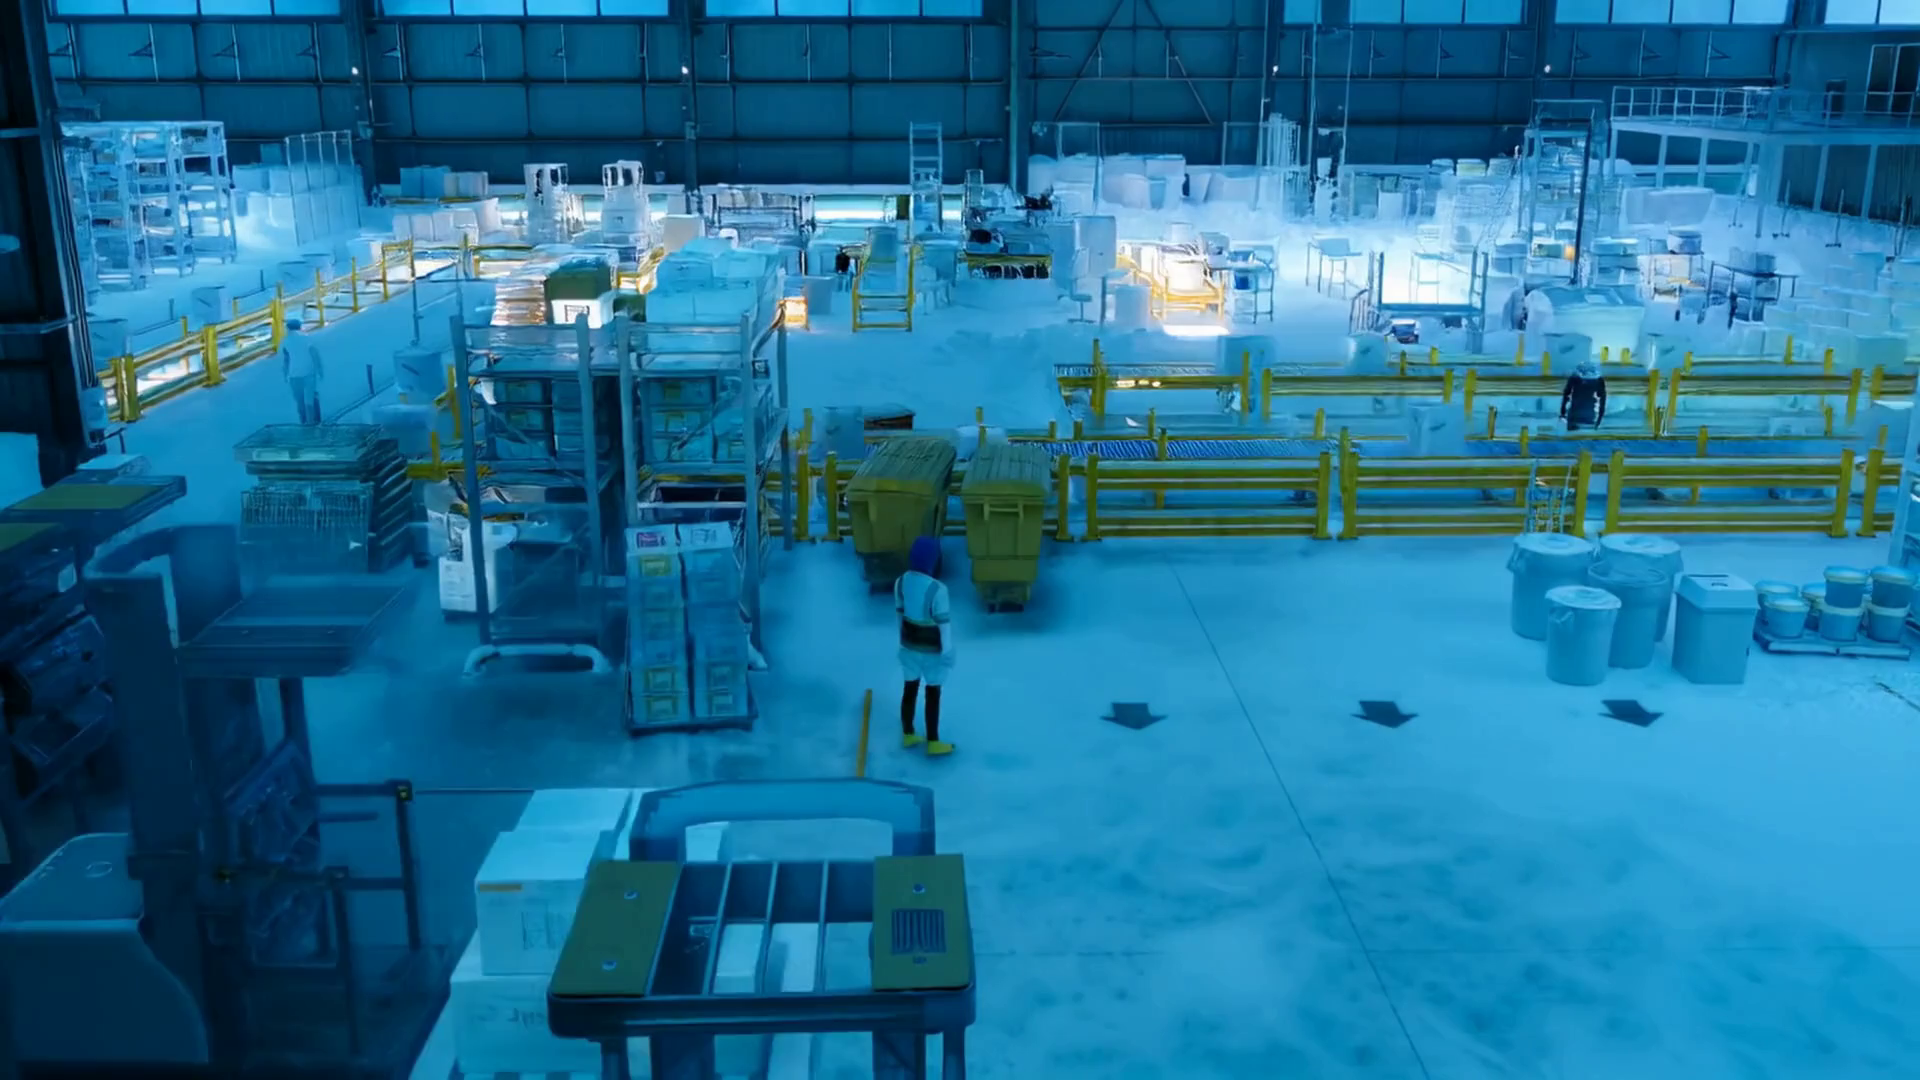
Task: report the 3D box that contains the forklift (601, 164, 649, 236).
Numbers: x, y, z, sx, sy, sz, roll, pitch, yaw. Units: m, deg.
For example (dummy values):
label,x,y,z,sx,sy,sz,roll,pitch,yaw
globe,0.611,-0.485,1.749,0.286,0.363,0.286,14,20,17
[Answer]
label,x,y,z,sx,sy,sz,roll,pitch,yaw
forklift,-9.948,-10.127,49.296,1.157,1.987,2.680,-1,16,-3

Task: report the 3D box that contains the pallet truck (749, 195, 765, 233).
label,x,y,z,sx,sy,sz,roll,pitch,yaw
pallet truck,-6.051,-9.967,50.660,0.680,1.201,1.601,0,16,-1

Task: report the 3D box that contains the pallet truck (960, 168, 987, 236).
label,x,y,z,sx,sy,sz,roll,pitch,yaw
pallet truck,0.383,-10.230,50.206,0.823,1.965,1.885,-1,16,-3

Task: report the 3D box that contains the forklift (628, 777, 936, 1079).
label,x,y,z,sx,sy,sz,roll,pitch,yaw
forklift,-0.542,2.165,5.552,1.129,2.768,1.873,-1,16,-2

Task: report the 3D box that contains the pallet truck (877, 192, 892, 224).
label,x,y,z,sx,sy,sz,roll,pitch,yaw
pallet truck,-2.277,-9.986,50.594,0.653,1.274,1.630,0,16,-1

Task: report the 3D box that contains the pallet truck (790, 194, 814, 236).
label,x,y,z,sx,sy,sz,roll,pitch,yaw
pallet truck,-4.814,-9.883,50.259,0.704,1.261,1.522,-1,16,-3

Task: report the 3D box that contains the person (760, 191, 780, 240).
label,x,y,z,sx,sy,sz,roll,pitch,yaw
person,-4.684,-7.549,40.906,0.480,1.991,0.793,7,17,23

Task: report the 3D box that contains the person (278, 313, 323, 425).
label,x,y,z,sx,sy,sz,roll,pitch,yaw
person,-9.130,-2.276,23.033,0.518,1.733,0.864,-3,16,-10

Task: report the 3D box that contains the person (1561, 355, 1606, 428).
label,x,y,z,sx,sy,sz,roll,pitch,yaw
person,7.606,-1.461,20.371,0.505,1.636,0.278,14,21,40

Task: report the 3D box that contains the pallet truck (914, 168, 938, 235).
label,x,y,z,sx,sy,sz,roll,pitch,yaw
pallet truck,-0.989,-10.316,50.507,0.823,1.965,1.885,1,16,3

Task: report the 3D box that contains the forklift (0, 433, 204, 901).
label,x,y,z,sx,sy,sz,roll,pitch,yaw
forklift,-5.952,0.780,10.366,1.873,2.768,1.129,0,16,-1

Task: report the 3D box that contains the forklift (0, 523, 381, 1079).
label,x,y,z,sx,sy,sz,roll,pitch,yaw
forklift,-3.817,1.365,8.331,1.873,2.768,1.129,0,16,-1

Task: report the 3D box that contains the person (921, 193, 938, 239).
label,x,y,z,sx,sy,sz,roll,pitch,yaw
person,-0.873,-9.384,47.461,0.536,1.890,0.666,-11,19,-34

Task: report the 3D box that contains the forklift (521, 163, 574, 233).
label,x,y,z,sx,sy,sz,roll,pitch,yaw
forklift,-12.233,-10.122,49.298,1.157,1.987,2.680,0,16,-1

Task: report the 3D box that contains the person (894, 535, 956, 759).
label,x,y,z,sx,sy,sz,roll,pitch,yaw
person,-0.266,0.792,12.431,0.537,1.695,0.321,15,22,42
